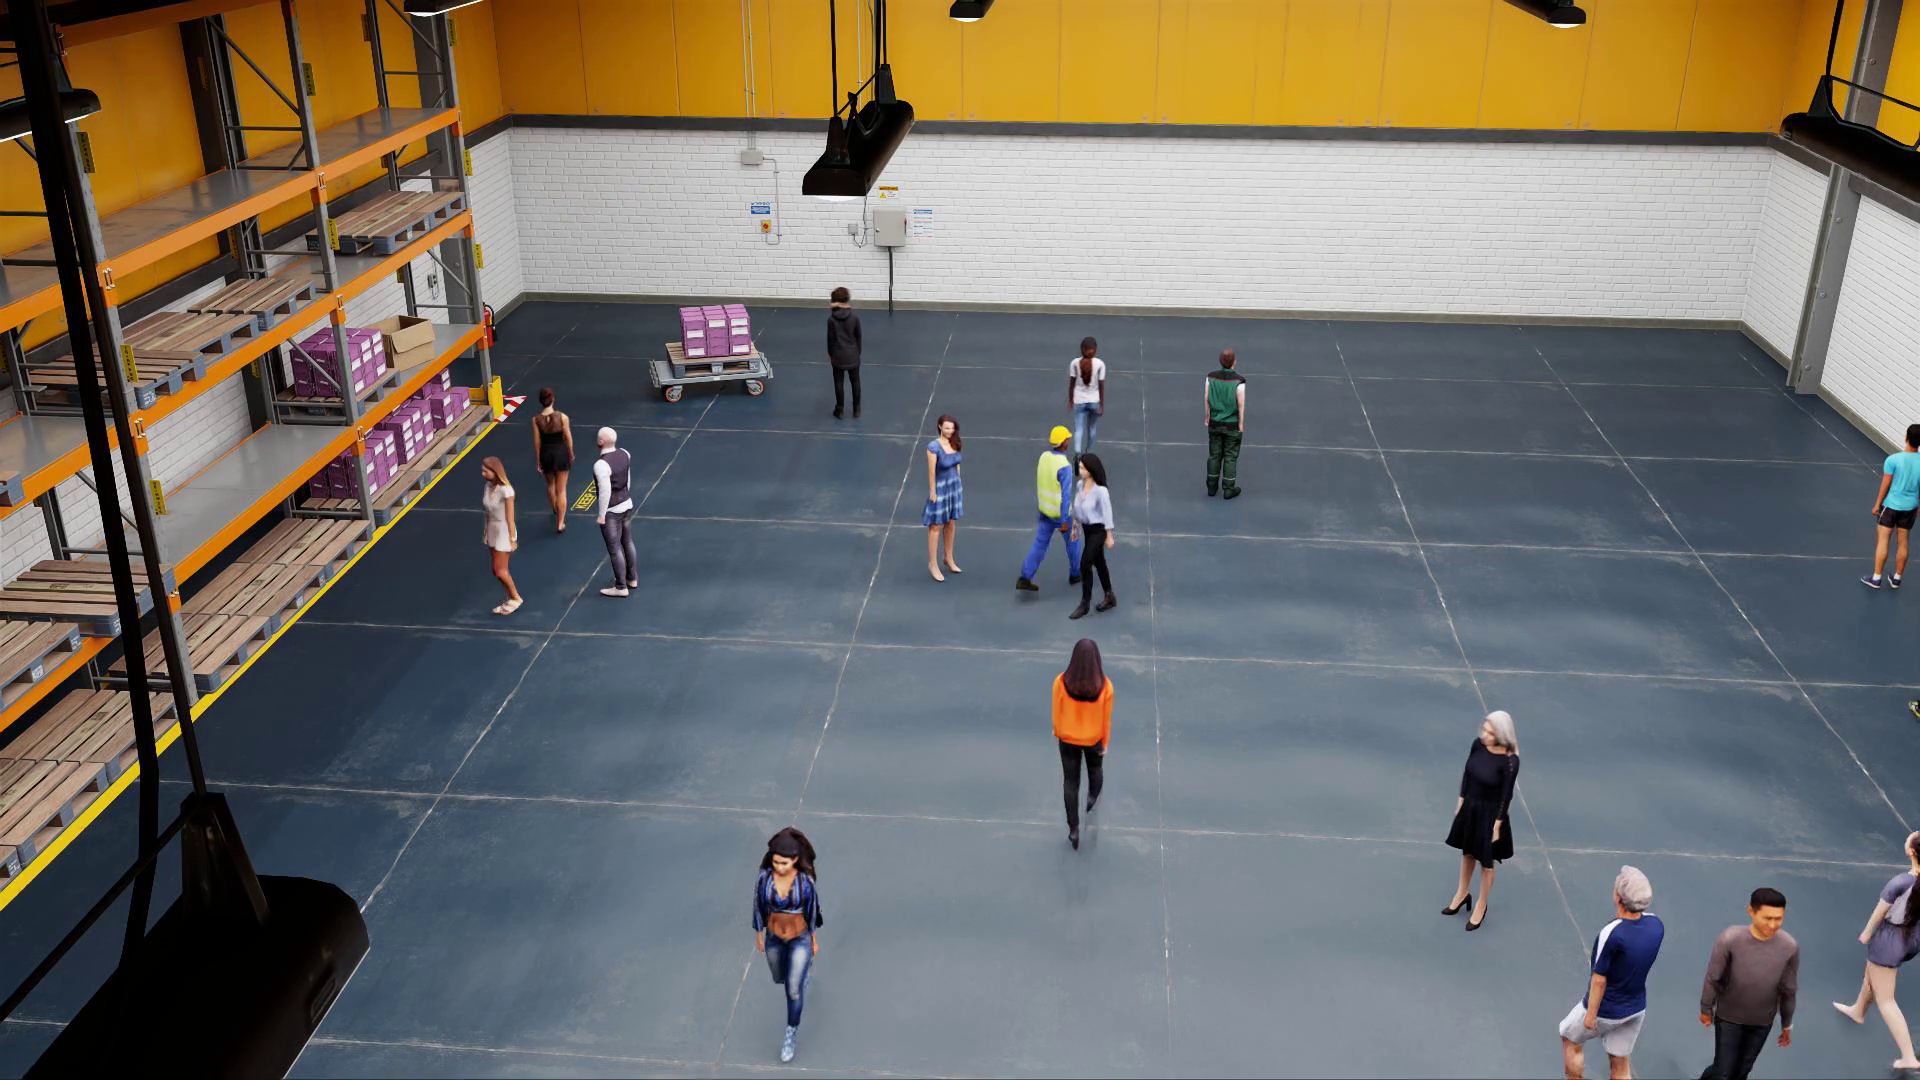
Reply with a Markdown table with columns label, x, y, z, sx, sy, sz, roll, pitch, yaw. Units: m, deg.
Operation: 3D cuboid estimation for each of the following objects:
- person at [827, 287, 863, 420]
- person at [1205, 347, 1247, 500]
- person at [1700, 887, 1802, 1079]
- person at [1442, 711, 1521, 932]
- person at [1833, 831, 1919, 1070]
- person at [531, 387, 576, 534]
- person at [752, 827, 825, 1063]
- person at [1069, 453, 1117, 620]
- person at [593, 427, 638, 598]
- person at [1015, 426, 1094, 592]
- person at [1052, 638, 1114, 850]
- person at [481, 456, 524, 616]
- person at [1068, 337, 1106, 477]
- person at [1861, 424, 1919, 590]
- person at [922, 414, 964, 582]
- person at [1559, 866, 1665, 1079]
| label | x | y | z | sx | sy | sz | roll | pitch | yaw |
| --- | --- | --- | --- | --- | --- | --- | --- | --- | --- |
| person | -1.523 | -2.483 | 22.137 | 0.683 | 1.775 | 0.678 | -4 | 24 | -9 |
| person | 3.119 | -1.388 | 19.547 | 0.732 | 1.844 | 0.738 | 13 | 27 | 27 |
| person | 4.722 | 2.809 | 10.054 | 0.613 | 1.757 | 0.648 | 2 | 24 | 5 |
| person | 3.747 | 1.993 | 11.931 | 0.757 | 1.748 | 0.673 | -13 | 27 | -27 |
| person | 6.044 | 2.634 | 10.632 | 0.849 | 1.615 | 1.092 | -7 | 25 | -17 |
| person | -4.546 | -0.867 | 18.602 | 0.652 | 1.647 | 1.001 | -1 | 24 | -2 |
| person | -1.098 | 2.562 | 10.815 | 0.669 | 1.600 | 0.961 | 3 | 24 | 8 |
| person | 1.422 | -0.054 | 16.661 | 0.964 | 1.712 | 0.933 | -14 | 27 | -29 |
| person | -3.547 | -0.300 | 17.084 | 0.810 | 1.823 | 0.633 | 8 | 25 | 19 |
| person | 0.901 | -0.265 | 17.073 | 1.253 | 1.768 | 1.206 | -18 | 29 | -35 |
| person | 0.932 | 1.598 | 12.863 | 0.627 | 1.725 | 0.960 | 1 | 24 | 2 |
| person | -4.537 | -0.056 | 16.703 | 0.756 | 1.681 | 0.708 | -18 | 30 | -36 |
| person | 1.529 | -1.612 | 20.248 | 0.595 | 1.693 | 1.046 | 3 | 24 | 6 |
| person | 9.747 | -0.345 | 17.250 | 0.615 | 1.773 | 0.489 | 2 | 24 | 4 |
| person | -0.152 | -0.463 | 17.476 | 0.822 | 1.807 | 0.732 | 20 | 31 | 38 |
| person | 3.969 | 2.821 | 9.946 | 0.824 | 1.821 | 0.877 | -10 | 25 | -21 |
